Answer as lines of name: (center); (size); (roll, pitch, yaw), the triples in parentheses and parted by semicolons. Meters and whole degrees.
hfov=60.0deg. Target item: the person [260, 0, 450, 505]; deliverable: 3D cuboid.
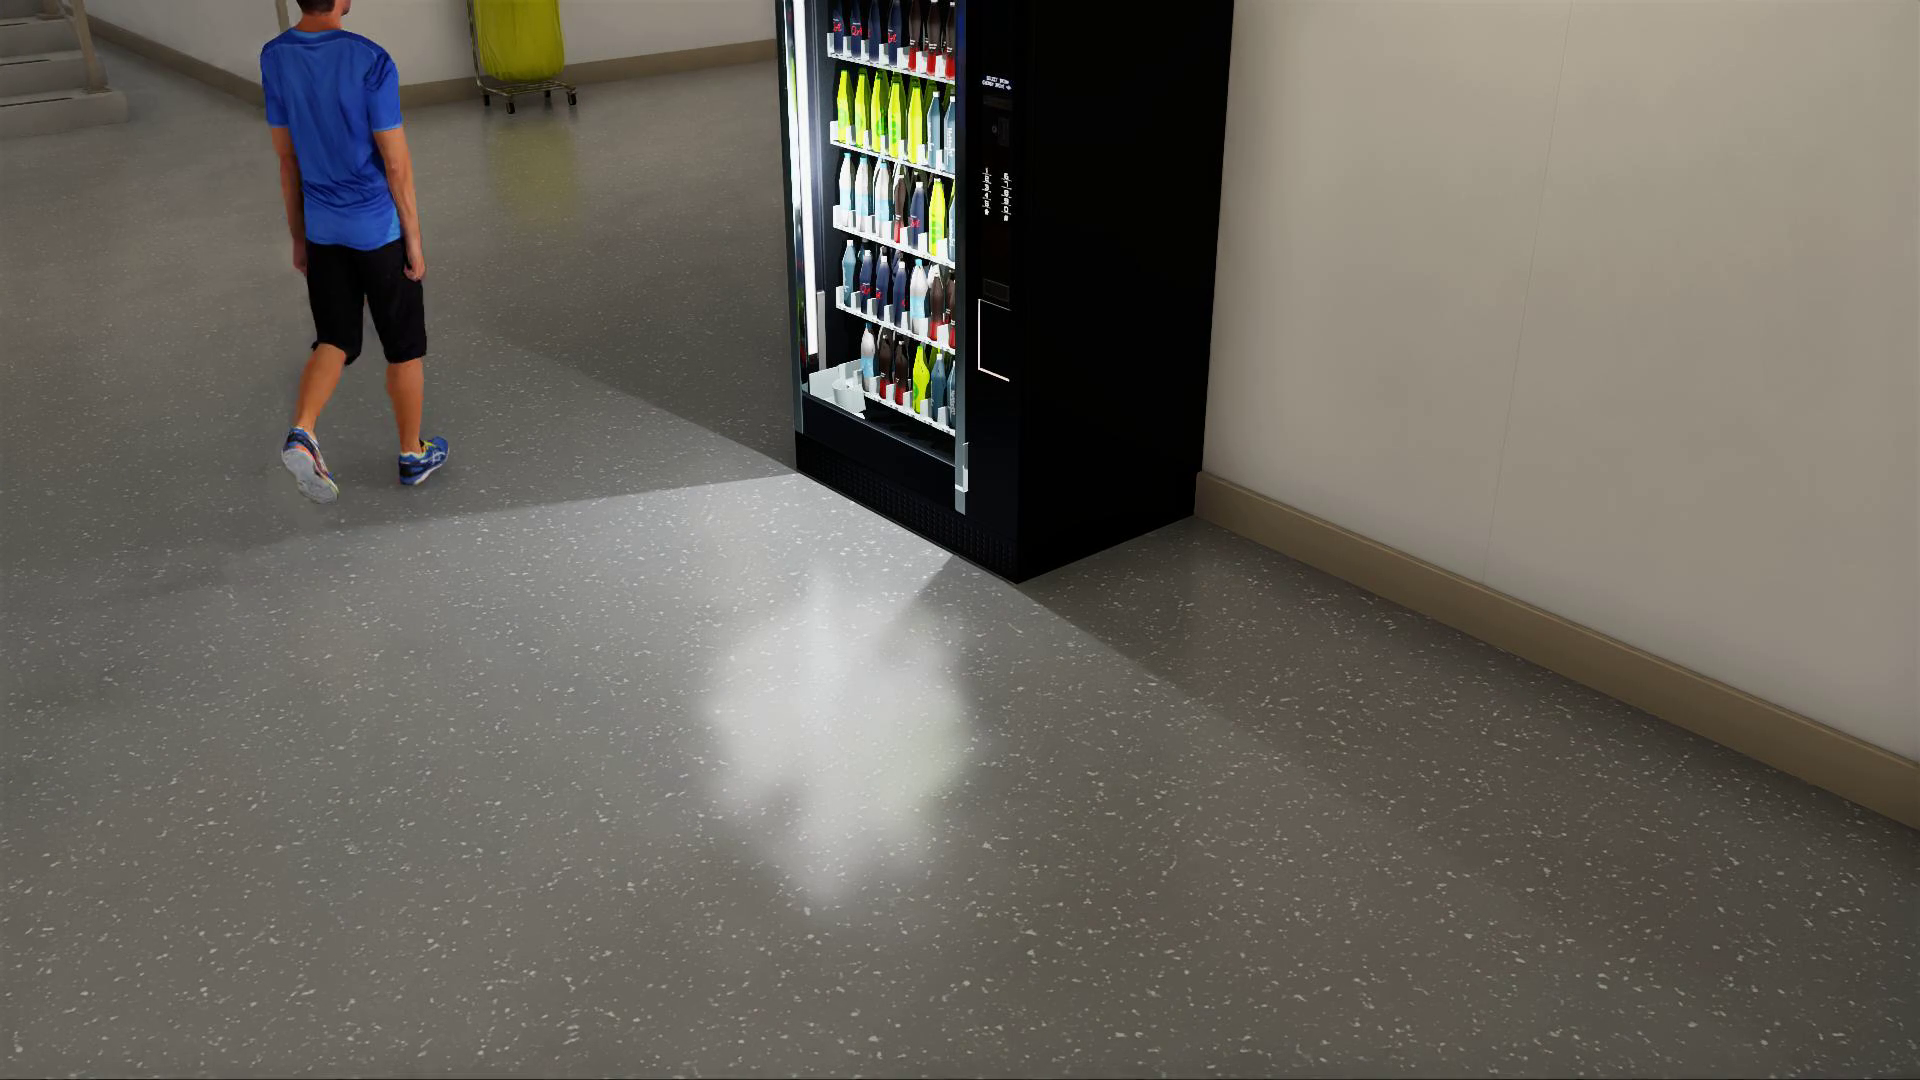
person: (-2.021, -0.971, 5.443); (1.066, 1.851, 1.080); (5, 26, 9)
